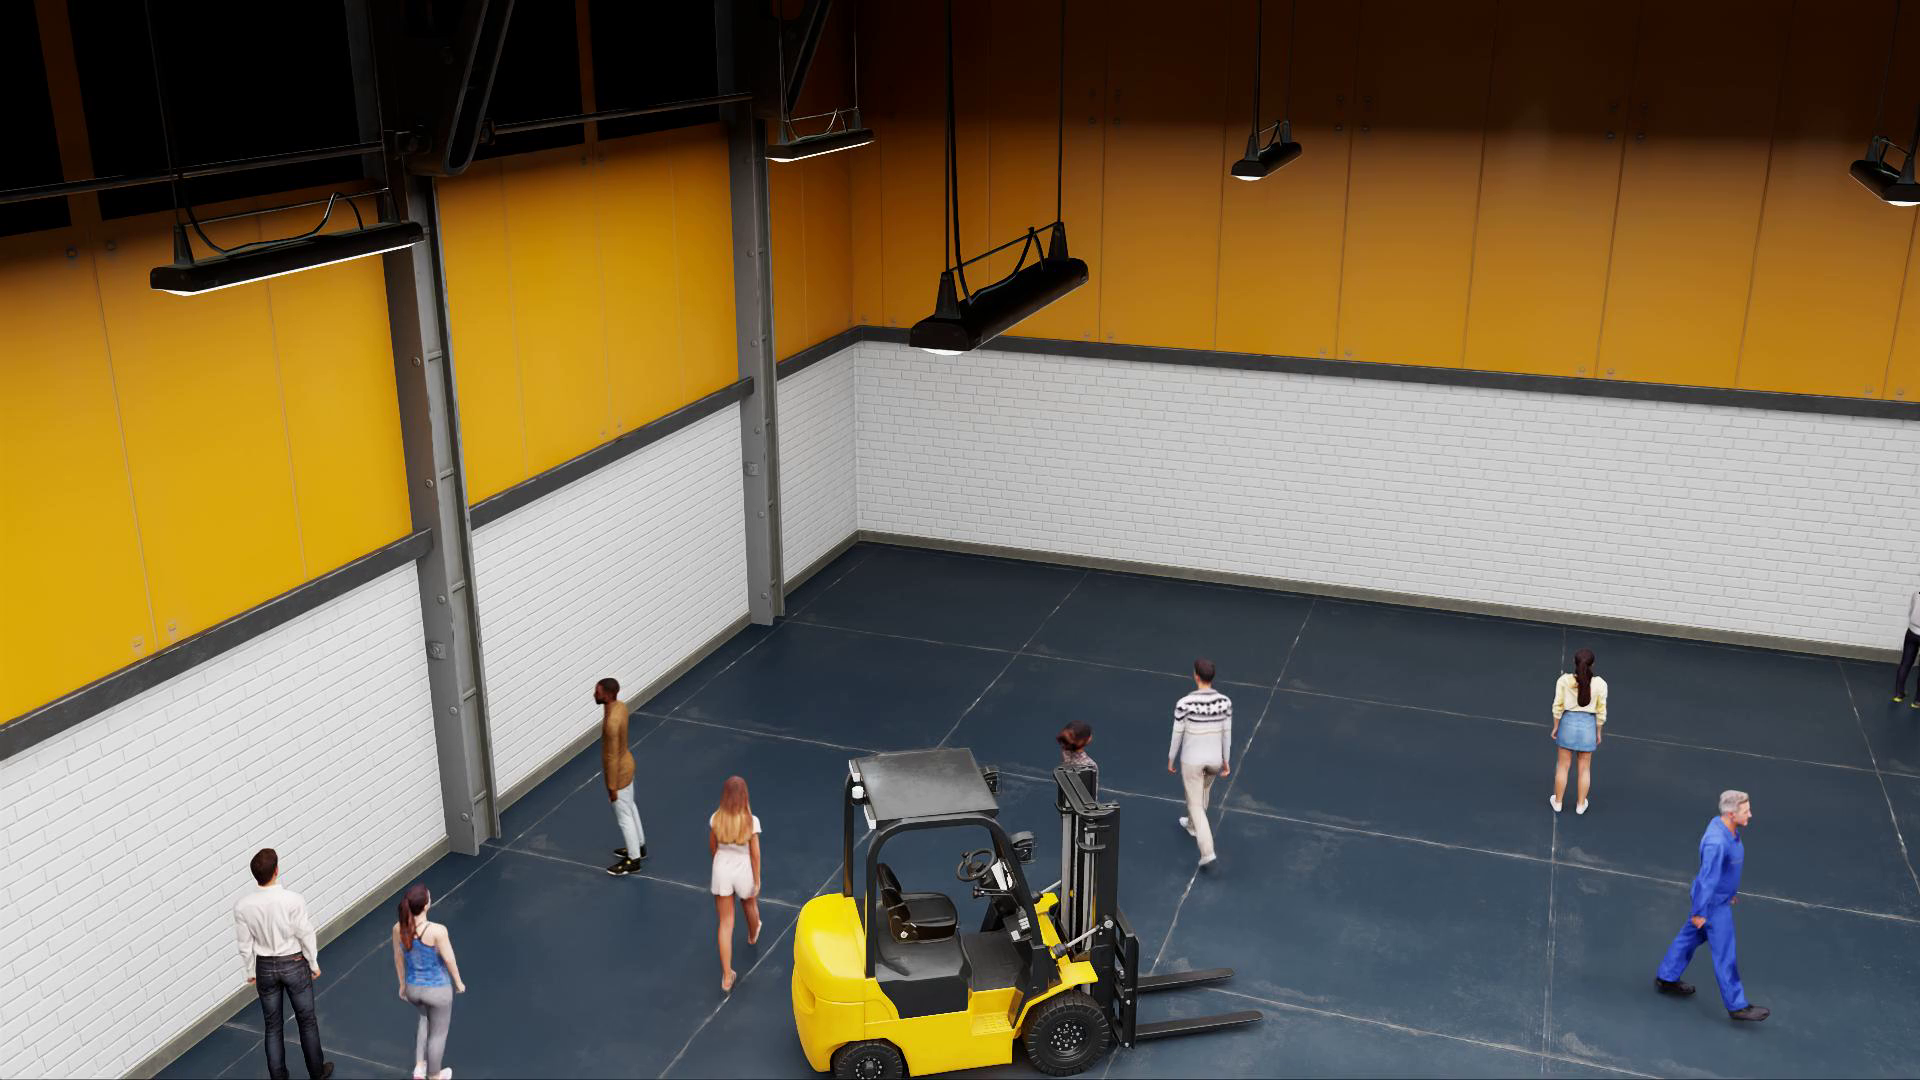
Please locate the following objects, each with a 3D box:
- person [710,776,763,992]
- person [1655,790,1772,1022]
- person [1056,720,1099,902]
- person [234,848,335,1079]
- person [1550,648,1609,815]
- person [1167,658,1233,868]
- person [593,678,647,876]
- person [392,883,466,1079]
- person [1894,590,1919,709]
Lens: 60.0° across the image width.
[{"bbox_3d":[-1.767,2.678,12.883,0.818,1.646,1.195,1,19,3],"label":"person"},{"bbox_3d":[5.604,2.704,12.577,0.953,1.791,1.069,11,21,29],"label":"person"},{"bbox_3d":[0.983,2.293,13.919,0.737,1.714,0.681,-9,21,-25],"label":"person"},{"bbox_3d":[-4.721,2.997,11.583,0.730,1.871,0.713,-3,19,-8],"label":"person"},{"bbox_3d":[5.779,1.779,15.575,0.640,1.631,0.550,6,19,17],"label":"person"},{"bbox_3d":[2.163,1.969,14.672,1.129,1.848,1.305,-5,19,-14],"label":"person"},{"bbox_3d":[-2.968,2.035,14.534,0.779,1.810,0.649,-1,19,-4],"label":"person"},{"bbox_3d":[-3.730,3.151,11.553,0.566,1.598,0.584,6,19,16],"label":"person"},{"bbox_3d":[10.351,1.039,17.894,0.672,1.553,0.608,-8,20,-23],"label":"person"}]
